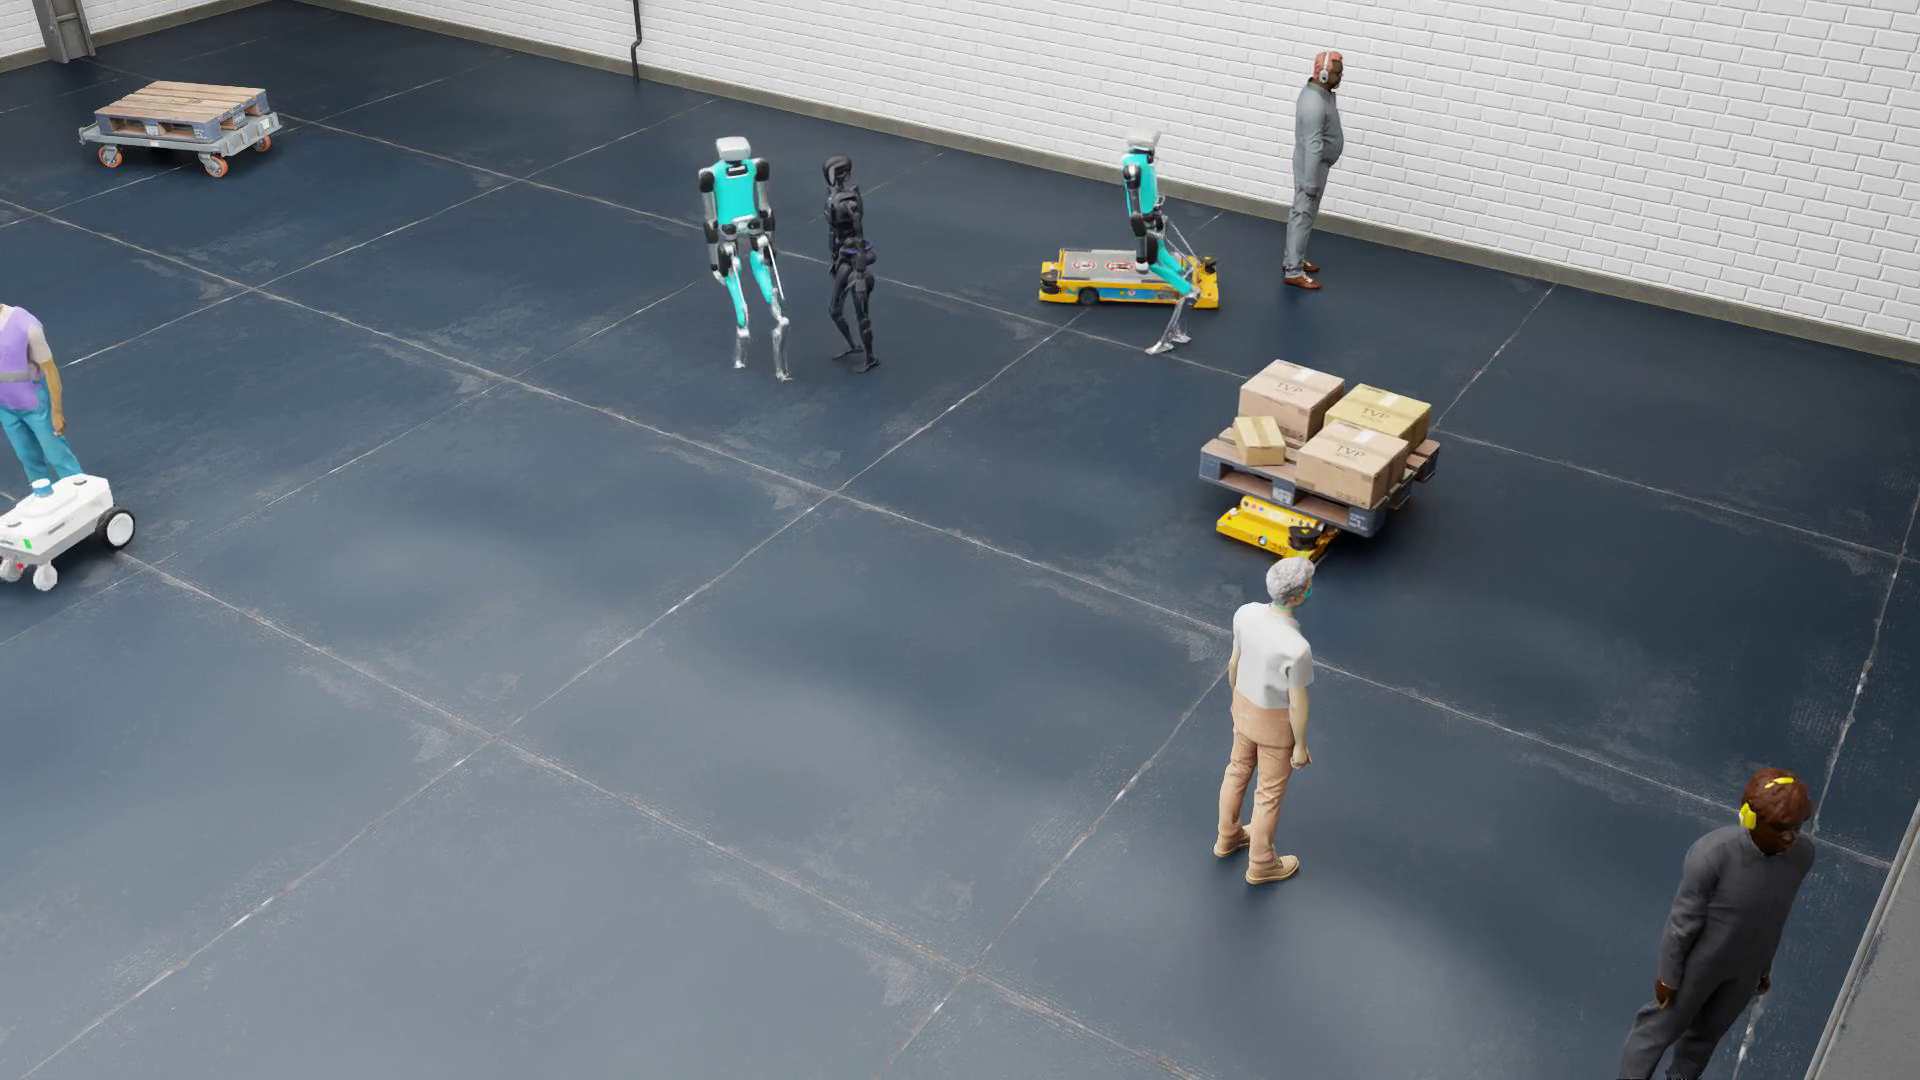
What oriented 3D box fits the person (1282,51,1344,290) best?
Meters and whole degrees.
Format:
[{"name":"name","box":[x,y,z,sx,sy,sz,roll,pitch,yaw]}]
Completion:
[{"name":"person","box":[2.858,-2.983,13.386,0.406,1.905,0.650,5,33,8]}]

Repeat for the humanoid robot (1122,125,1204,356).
[{"name":"humanoid robot","box":[1.561,-2.169,12.264,0.770,1.764,0.638,10,34,15]}]

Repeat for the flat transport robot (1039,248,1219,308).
[{"name":"flat transport robot","box":[1.377,-2.134,13.576,1.431,0.231,0.659,3,33,4]}]

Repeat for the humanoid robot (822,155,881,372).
[{"name":"humanoid robot","box":[-0.776,-2.000,12.075,0.381,1.644,0.614,-15,35,-21]}]

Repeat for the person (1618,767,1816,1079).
[{"name":"person","box":[2.859,1.600,6.283,0.491,1.874,0.356,-6,33,-9]}]

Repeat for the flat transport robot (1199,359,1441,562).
[{"name":"flat transport robot","box":[2.299,-0.324,10.760,0.659,0.231,1.431,22,39,30]}]

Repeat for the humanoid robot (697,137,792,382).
[{"name":"humanoid robot","box":[-1.471,-1.931,11.942,0.530,1.809,0.780,-16,36,-24]}]

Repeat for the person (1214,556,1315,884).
[{"name":"person","box":[1.413,0.820,7.613,0.304,1.744,0.491,-19,37,-26]}]

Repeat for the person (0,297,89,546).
[{"name":"person","box":[-5.656,-0.826,10.082,0.562,1.846,0.393,9,34,14]}]

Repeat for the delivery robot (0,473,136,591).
[{"name":"delivery robot","box":[-5.503,-0.098,10.163,0.499,0.614,0.804,11,34,17]}]
